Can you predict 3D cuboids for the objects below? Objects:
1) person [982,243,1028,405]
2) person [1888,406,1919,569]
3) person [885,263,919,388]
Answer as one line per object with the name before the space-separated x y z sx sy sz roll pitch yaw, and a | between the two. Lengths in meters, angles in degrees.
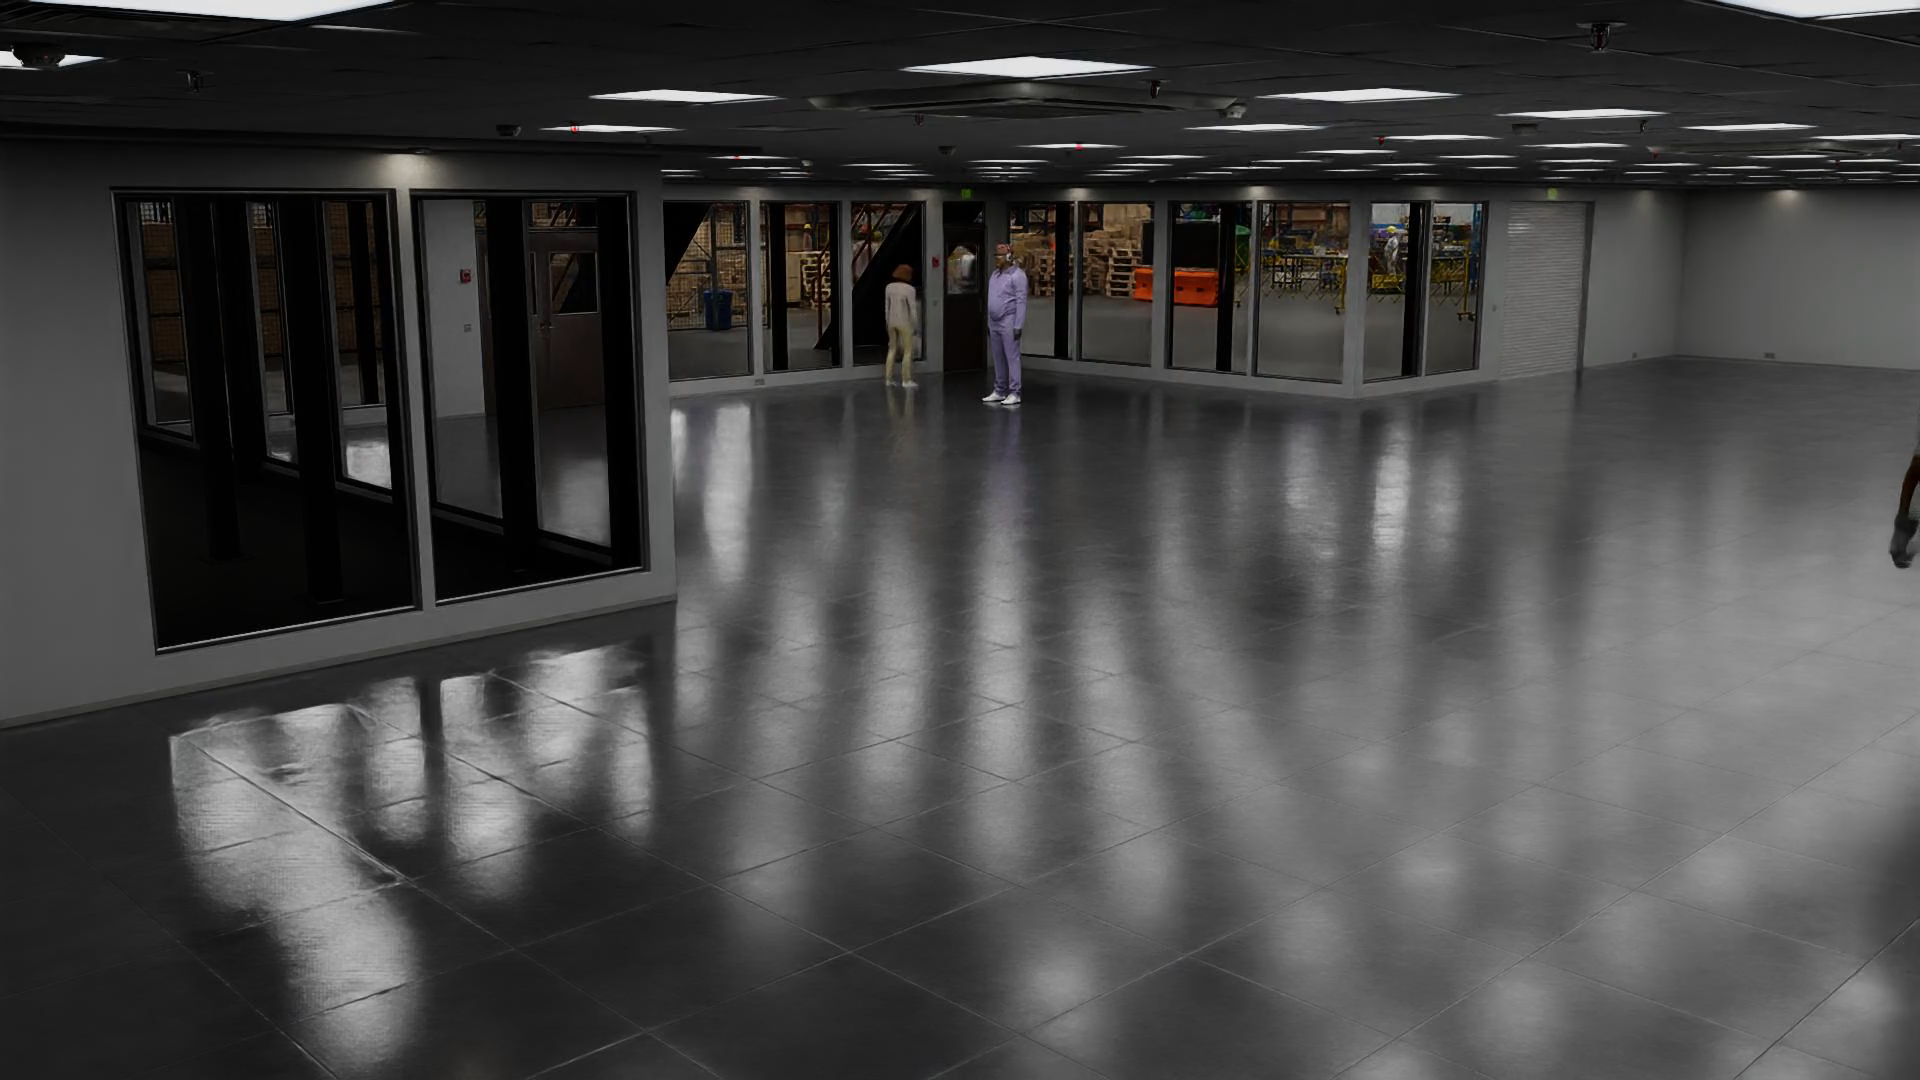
person | 0.522 -2.577 19.875 0.409 1.907 0.651 -8 14 -34
person | 4.455 -0.039 7.393 0.539 1.814 0.977 9 15 39
person | -0.784 -2.794 21.672 0.561 1.621 0.305 9 14 38
